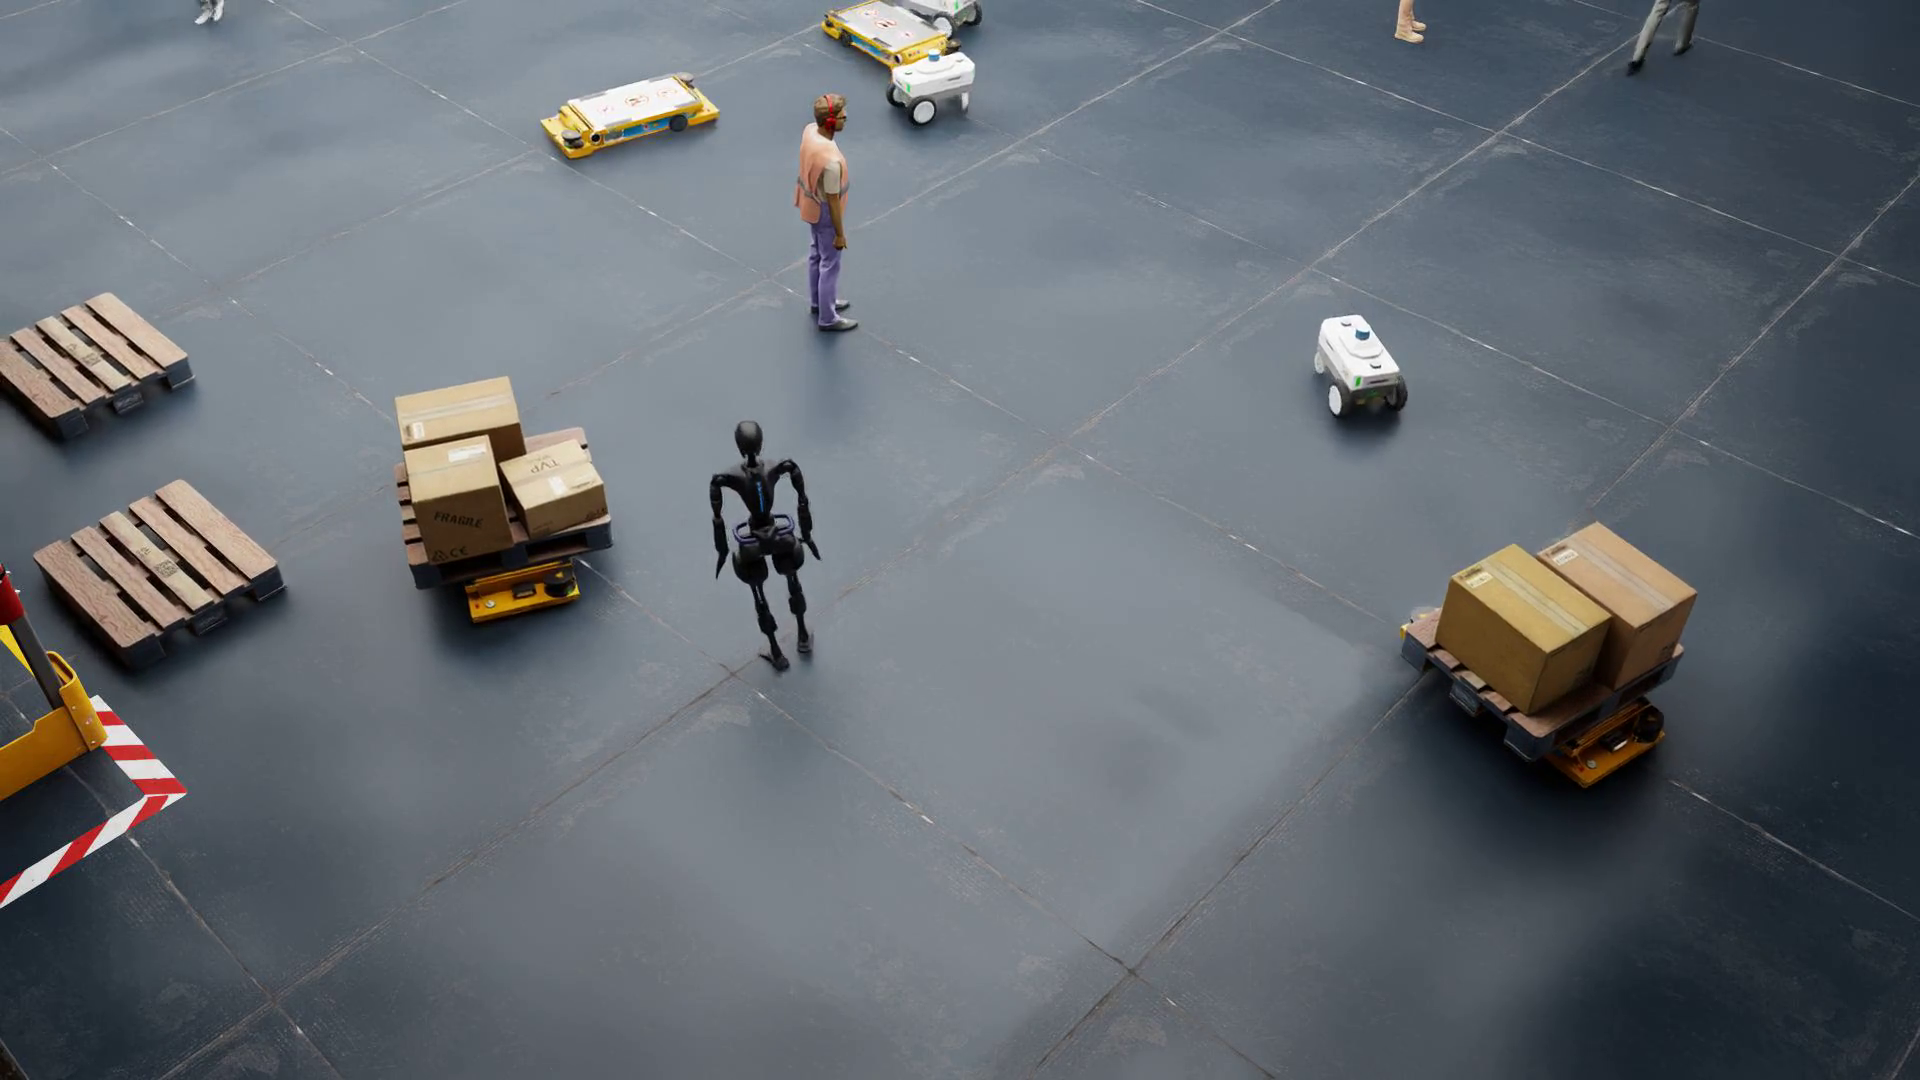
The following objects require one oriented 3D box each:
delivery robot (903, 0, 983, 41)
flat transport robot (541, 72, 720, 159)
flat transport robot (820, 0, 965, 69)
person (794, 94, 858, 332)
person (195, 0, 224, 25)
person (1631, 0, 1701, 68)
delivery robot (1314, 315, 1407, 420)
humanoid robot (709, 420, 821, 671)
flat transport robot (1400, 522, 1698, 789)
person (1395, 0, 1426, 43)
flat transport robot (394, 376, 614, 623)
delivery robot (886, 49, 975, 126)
[{"bbox_3d":[-0.209,-5.230,16.116,0.767,0.583,0.499,26,48,26],"label":"delivery robot"},{"bbox_3d":[-2.918,-3.763,14.709,1.431,0.231,0.659,-23,47,-23],"label":"flat transport robot"},{"bbox_3d":[-0.652,-4.797,15.857,0.659,0.231,1.431,-29,49,-28],"label":"flat transport robot"},{"bbox_3d":[-0.972,-2.335,11.955,0.396,1.836,0.557,-14,44,-15],"label":"person"},{"bbox_3d":[-7.412,-5.691,15.835,0.536,1.623,0.383,15,44,16],"label":"person"},{"bbox_3d":[6.630,-5.216,15.176,0.578,1.803,0.939,29,50,29],"label":"person"},{"bbox_3d":[2.800,-1.222,11.682,0.499,0.610,0.788,-9,43,-10],"label":"delivery robot"},{"bbox_3d":[-1.098,0.042,9.435,0.613,1.641,0.406,-13,44,-14],"label":"humanoid robot"},{"bbox_3d":[3.305,0.796,9.641,0.659,0.231,1.431,-24,47,-24],"label":"flat transport robot"},{"bbox_3d":[4.375,-5.582,15.626,0.323,1.745,0.473,14,44,15],"label":"person"},{"bbox_3d":[-2.874,-0.066,10.599,0.659,0.231,1.431,-13,44,-14],"label":"flat transport robot"},{"bbox_3d":[-0.253,-4.065,14.833,0.769,0.598,0.519,-20,46,-21],"label":"delivery robot"}]
